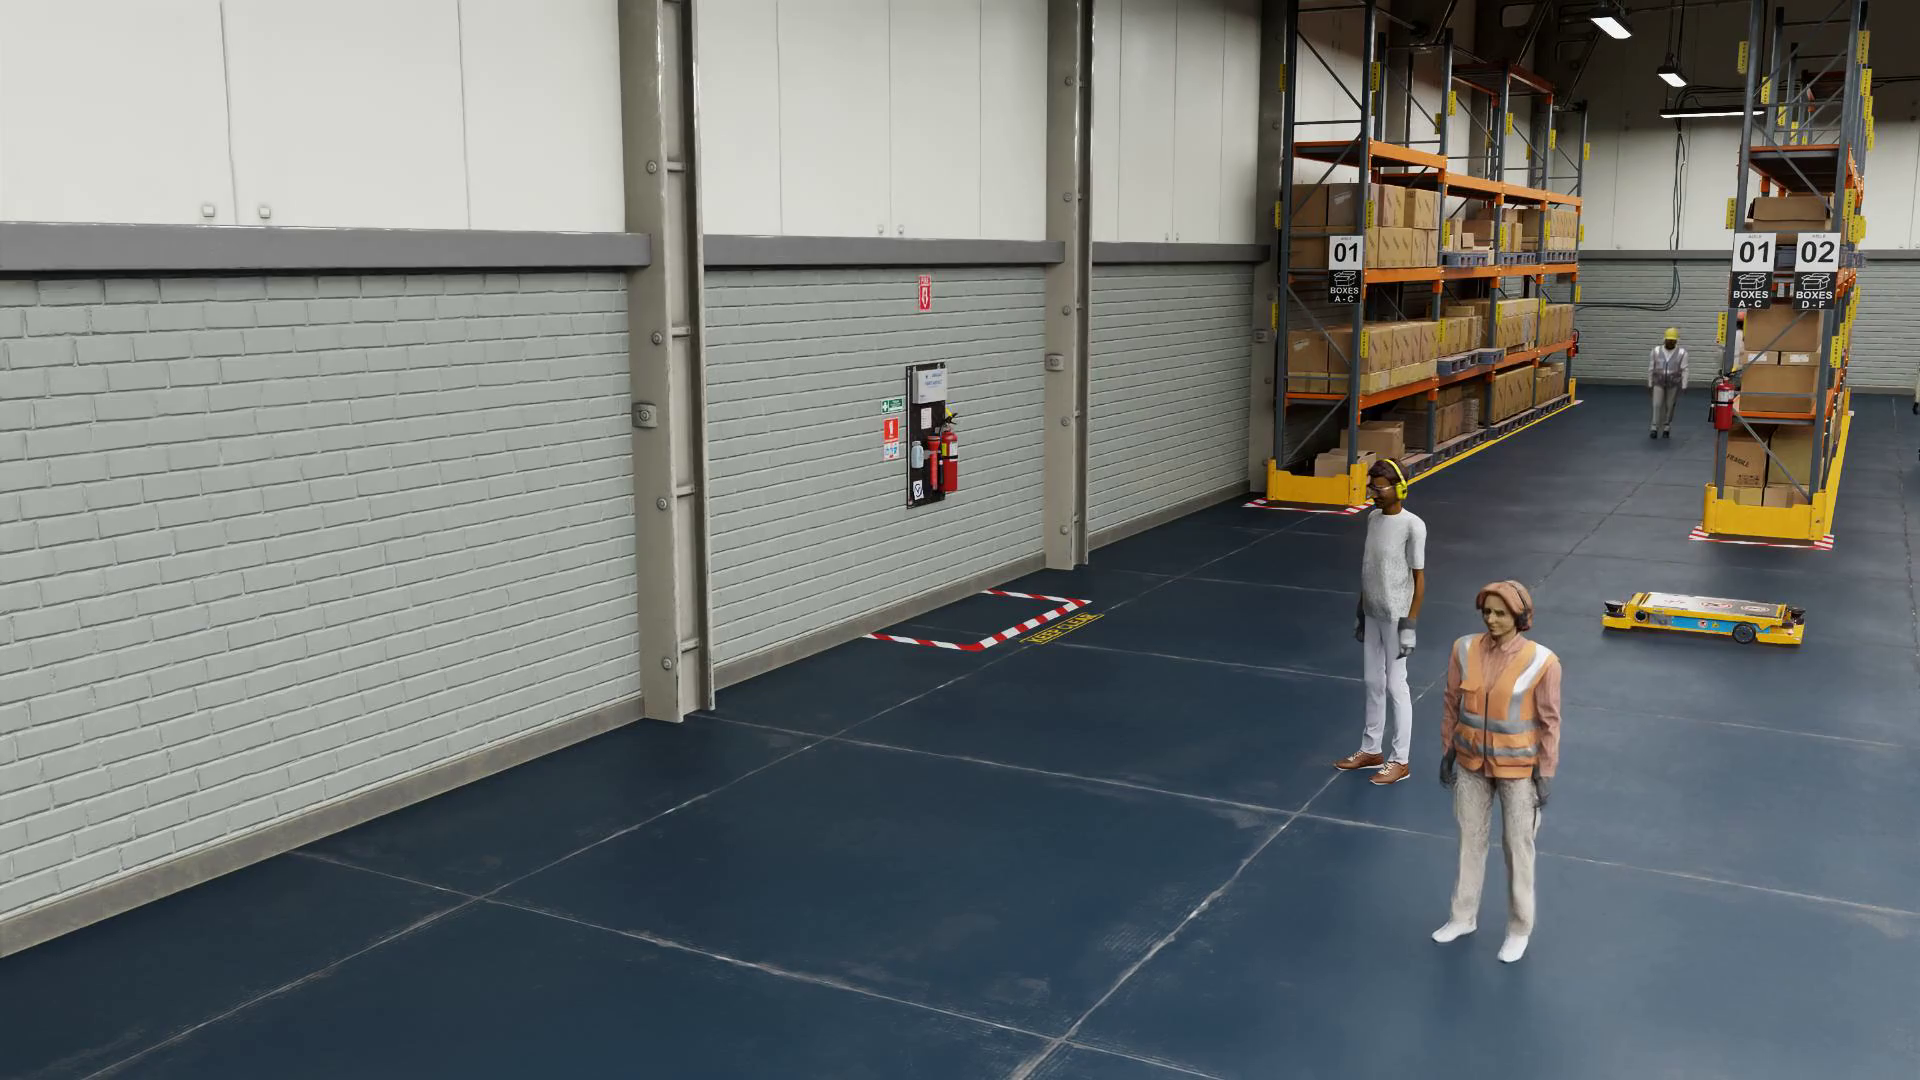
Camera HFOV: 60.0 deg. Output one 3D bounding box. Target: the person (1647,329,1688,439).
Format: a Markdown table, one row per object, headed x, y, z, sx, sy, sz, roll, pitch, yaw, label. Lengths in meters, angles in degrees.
| x | y | z | sx | sy | sz | roll | pitch | yaw | label |
| --- | --- | --- | --- | --- | --- | --- | --- | --- | --- |
| 11.604 | -2.556 | 27.292 | 0.621 | 1.797 | 0.758 | 5 | 11 | 25 | person |

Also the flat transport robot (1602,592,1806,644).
| x | y | z | sx | sy | sz | roll | pitch | yaw | label |
| --- | --- | --- | --- | --- | --- | --- | --- | --- | --- |
| 5.934 | 0.605 | 13.273 | 1.431 | 0.197 | 0.652 | 5 | 11 | 28 | flat transport robot |

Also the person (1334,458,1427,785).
| x | y | z | sx | sy | sz | roll | pitch | yaw | label |
| --- | --- | --- | --- | --- | --- | --- | --- | --- | --- |
| 2.420 | 0.457 | 9.486 | 0.329 | 1.865 | 0.512 | -4 | 11 | -24 | person |

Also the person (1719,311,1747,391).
| x | y | z | sx | sy | sz | roll | pitch | yaw | label |
| --- | --- | --- | --- | --- | --- | --- | --- | --- | --- |
| 14.055 | -3.131 | 30.095 | 0.607 | 2.008 | 0.969 | 5 | 11 | 26 | person |

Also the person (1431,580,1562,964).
| x | y | z | sx | sy | sz | roll | pitch | yaw | label |
| --- | --- | --- | --- | --- | --- | --- | --- | --- | --- |
| 2.295 | 0.975 | 7.112 | 0.309 | 1.636 | 0.522 | -9 | 14 | -44 | person |

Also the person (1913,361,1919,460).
| x | y | z | sx | sy | sz | roll | pitch | yaw | label |
| --- | --- | --- | --- | --- | --- | --- | --- | --- | --- |
| 13.787 | -1.960 | 23.395 | 0.664 | 1.939 | 1.023 | 5 | 11 | 28 | person |
